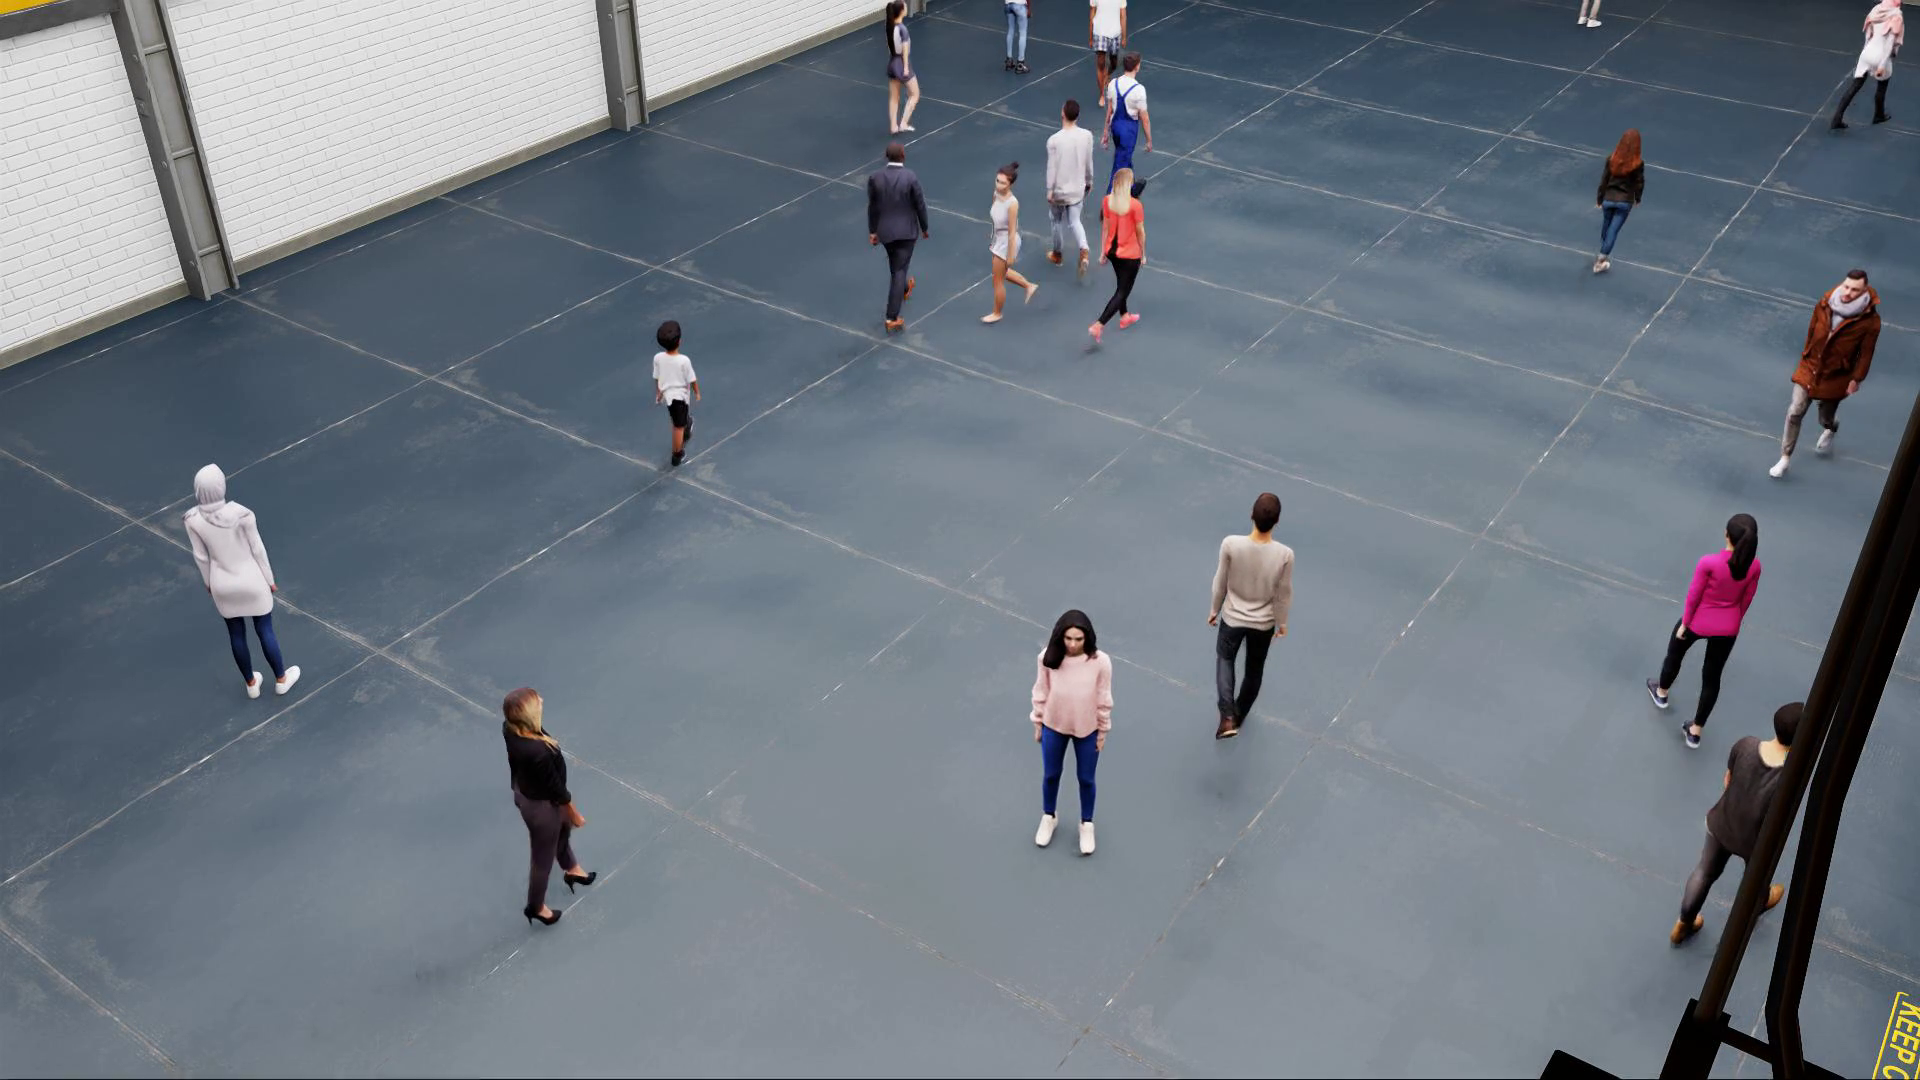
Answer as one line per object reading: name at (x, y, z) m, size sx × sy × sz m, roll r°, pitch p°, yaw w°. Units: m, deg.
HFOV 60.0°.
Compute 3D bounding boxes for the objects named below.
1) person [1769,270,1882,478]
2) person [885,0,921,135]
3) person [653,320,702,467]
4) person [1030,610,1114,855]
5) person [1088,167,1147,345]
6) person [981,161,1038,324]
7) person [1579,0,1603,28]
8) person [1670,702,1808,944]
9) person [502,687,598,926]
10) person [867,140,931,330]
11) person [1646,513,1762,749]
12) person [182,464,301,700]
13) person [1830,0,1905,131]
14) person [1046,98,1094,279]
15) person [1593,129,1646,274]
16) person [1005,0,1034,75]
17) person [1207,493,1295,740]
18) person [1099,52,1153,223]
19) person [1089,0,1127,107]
person at (7.117, -1.381, 13.616) m, size 1.126 × 1.812 × 0.840 m, roll -27°, pitch 42°, yaw -35°
person at (-0.805, -5.752, 20.349) m, size 0.674 × 1.640 × 0.682 m, roll -23°, pitch 40°, yaw -30°
person at (-2.387, -1.191, 13.854) m, size 0.695 × 1.232 × 0.900 m, roll 7°, pitch 34°, yaw 10°
person at (0.664, 1.119, 9.897) m, size 0.710 × 1.765 × 0.679 m, roll 7°, pitch 34°, yaw 11°
person at (1.472, -2.643, 15.647) m, size 0.712 × 1.666 × 1.135 m, roll 28°, pitch 43°, yaw 36°
person at (0.506, -2.866, 16.040) m, size 0.946 × 1.604 × 0.841 m, roll -11°, pitch 35°, yaw -16°
person at (9.331, -8.230, 24.280) m, size 0.597 × 1.415 × 0.579 m, roll -16°, pitch 37°, yaw -23°
person at (4.320, 1.611, 9.241) m, size 1.094 × 1.672 × 0.849 m, roll -21°, pitch 39°, yaw -28°
person at (-2.439, 1.553, 9.343) m, size 0.823 × 1.656 × 0.724 m, roll -21°, pitch 39°, yaw -28°
person at (-0.617, -2.878, 15.902) m, size 0.854 × 1.775 × 1.249 m, roll 13°, pitch 36°, yaw 19°
person at (4.869, 0.620, 10.728) m, size 0.841 × 1.678 × 0.984 m, roll 3°, pitch 34°, yaw 4°
person at (-4.834, 0.289, 11.138) m, size 0.694 × 1.775 × 0.736 m, roll -3°, pitch 34°, yaw -5°
person at (11.147, -5.860, 20.410) m, size 1.262 × 1.751 × 1.071 m, roll -12°, pitch 35°, yaw -17°
person at (1.129, -3.542, 16.861) m, size 1.136 × 1.819 × 1.117 m, roll -12°, pitch 35°, yaw -17°
person at (6.719, -3.443, 17.052) m, size 0.563 × 1.444 × 0.928 m, roll 22°, pitch 40°, yaw 30°
person at (0.763, -7.206, 22.466) m, size 0.629 × 1.718 × 0.563 m, roll 24°, pitch 41°, yaw 32°
person at (1.837, 0.554, 10.664) m, size 0.864 × 1.858 × 1.007 m, roll 7°, pitch 34°, yaw 11°
person at (1.726, -4.337, 18.072) m, size 0.719 × 1.803 × 1.208 m, roll 24°, pitch 41°, yaw 32°
person at (1.902, -6.538, 21.474) m, size 0.994 × 1.703 × 1.131 m, roll 0°, pitch 34°, yaw 1°
